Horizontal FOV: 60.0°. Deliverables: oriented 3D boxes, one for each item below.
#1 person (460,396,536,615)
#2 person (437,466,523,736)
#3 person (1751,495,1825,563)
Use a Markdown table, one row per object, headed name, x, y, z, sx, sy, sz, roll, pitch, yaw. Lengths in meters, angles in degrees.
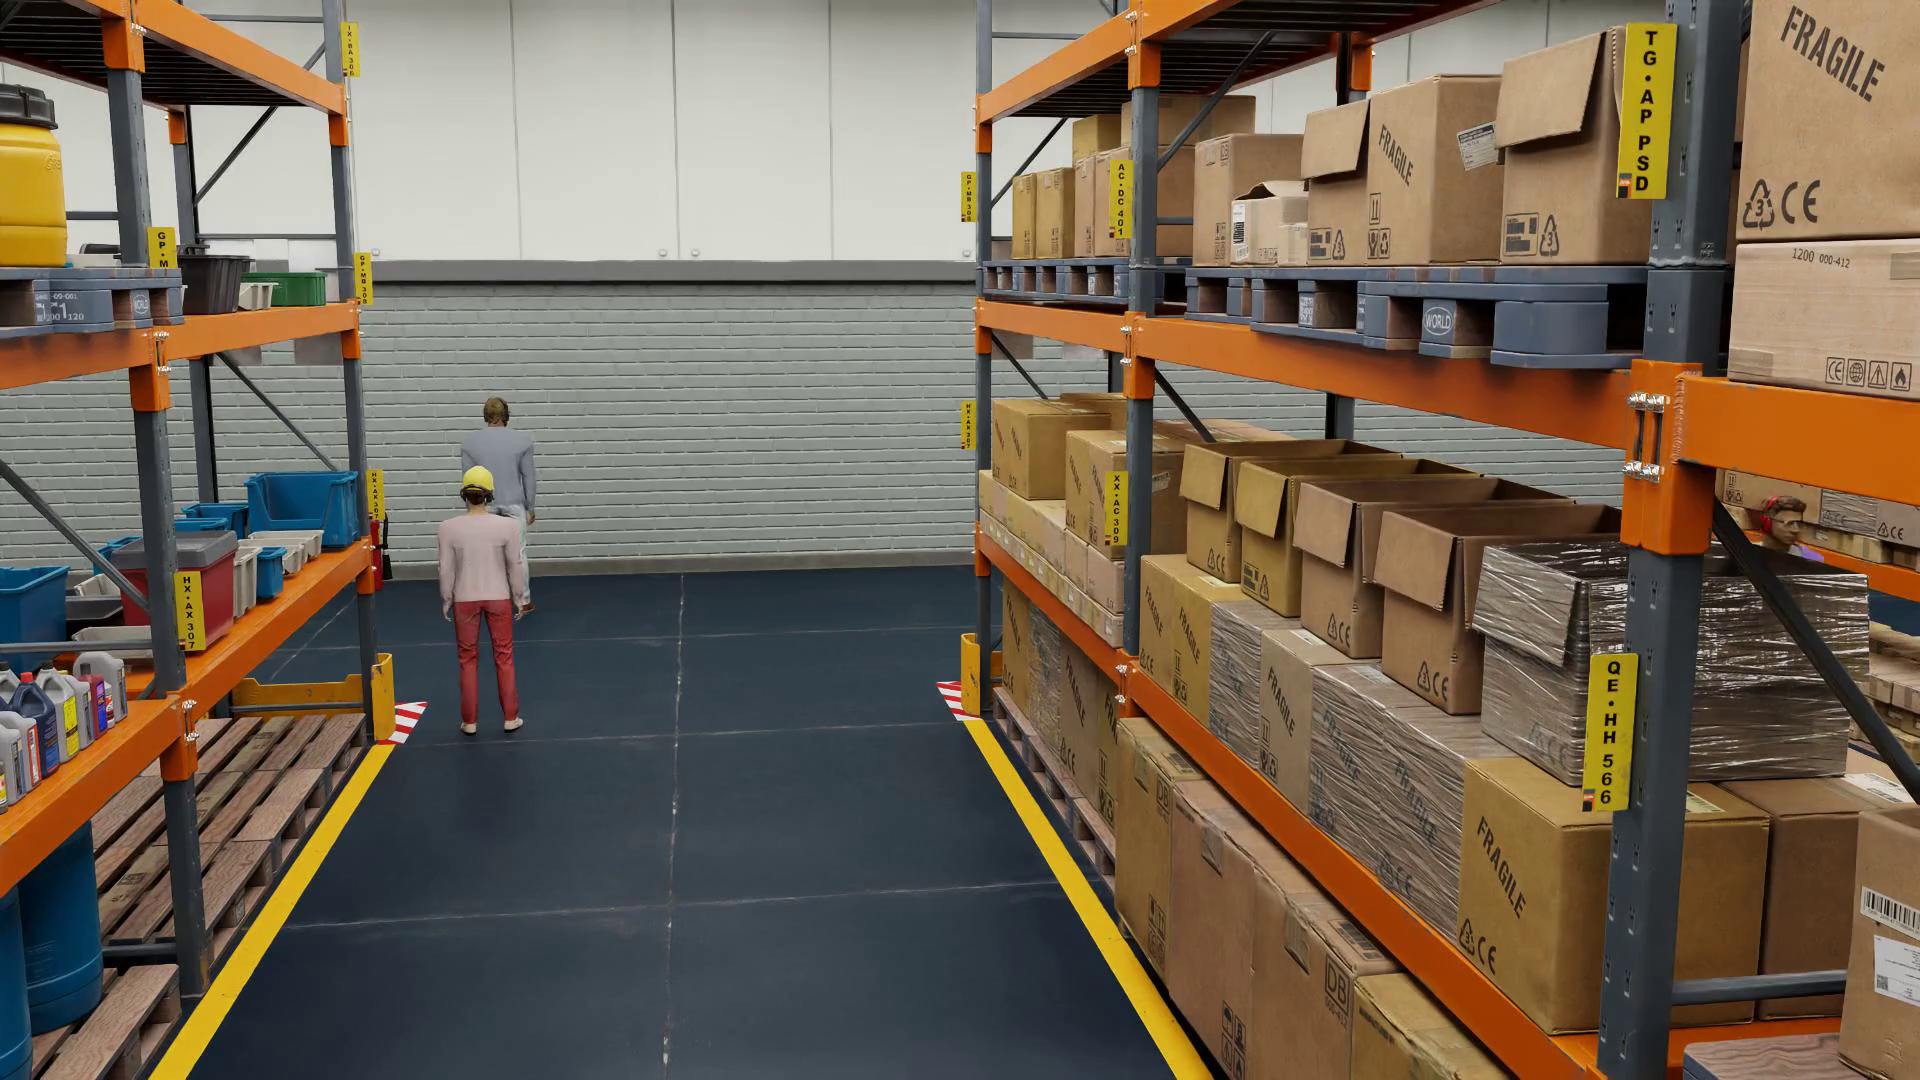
| name | x | y | z | sx | sy | sz | roll | pitch | yaw |
| --- | --- | --- | --- | --- | --- | --- | --- | --- | --- |
| person | -4.036 | -0.288 | 14.598 | 0.629 | 1.937 | 0.377 | -2 | 9 | -11 |
| person | -3.130 | 0.397 | 10.897 | 0.533 | 1.767 | 0.326 | -2 | 10 | -14 |
| person | 4.442 | 0.670 | 9.044 | 0.598 | 1.817 | 0.751 | -1 | 9 | -5 |
